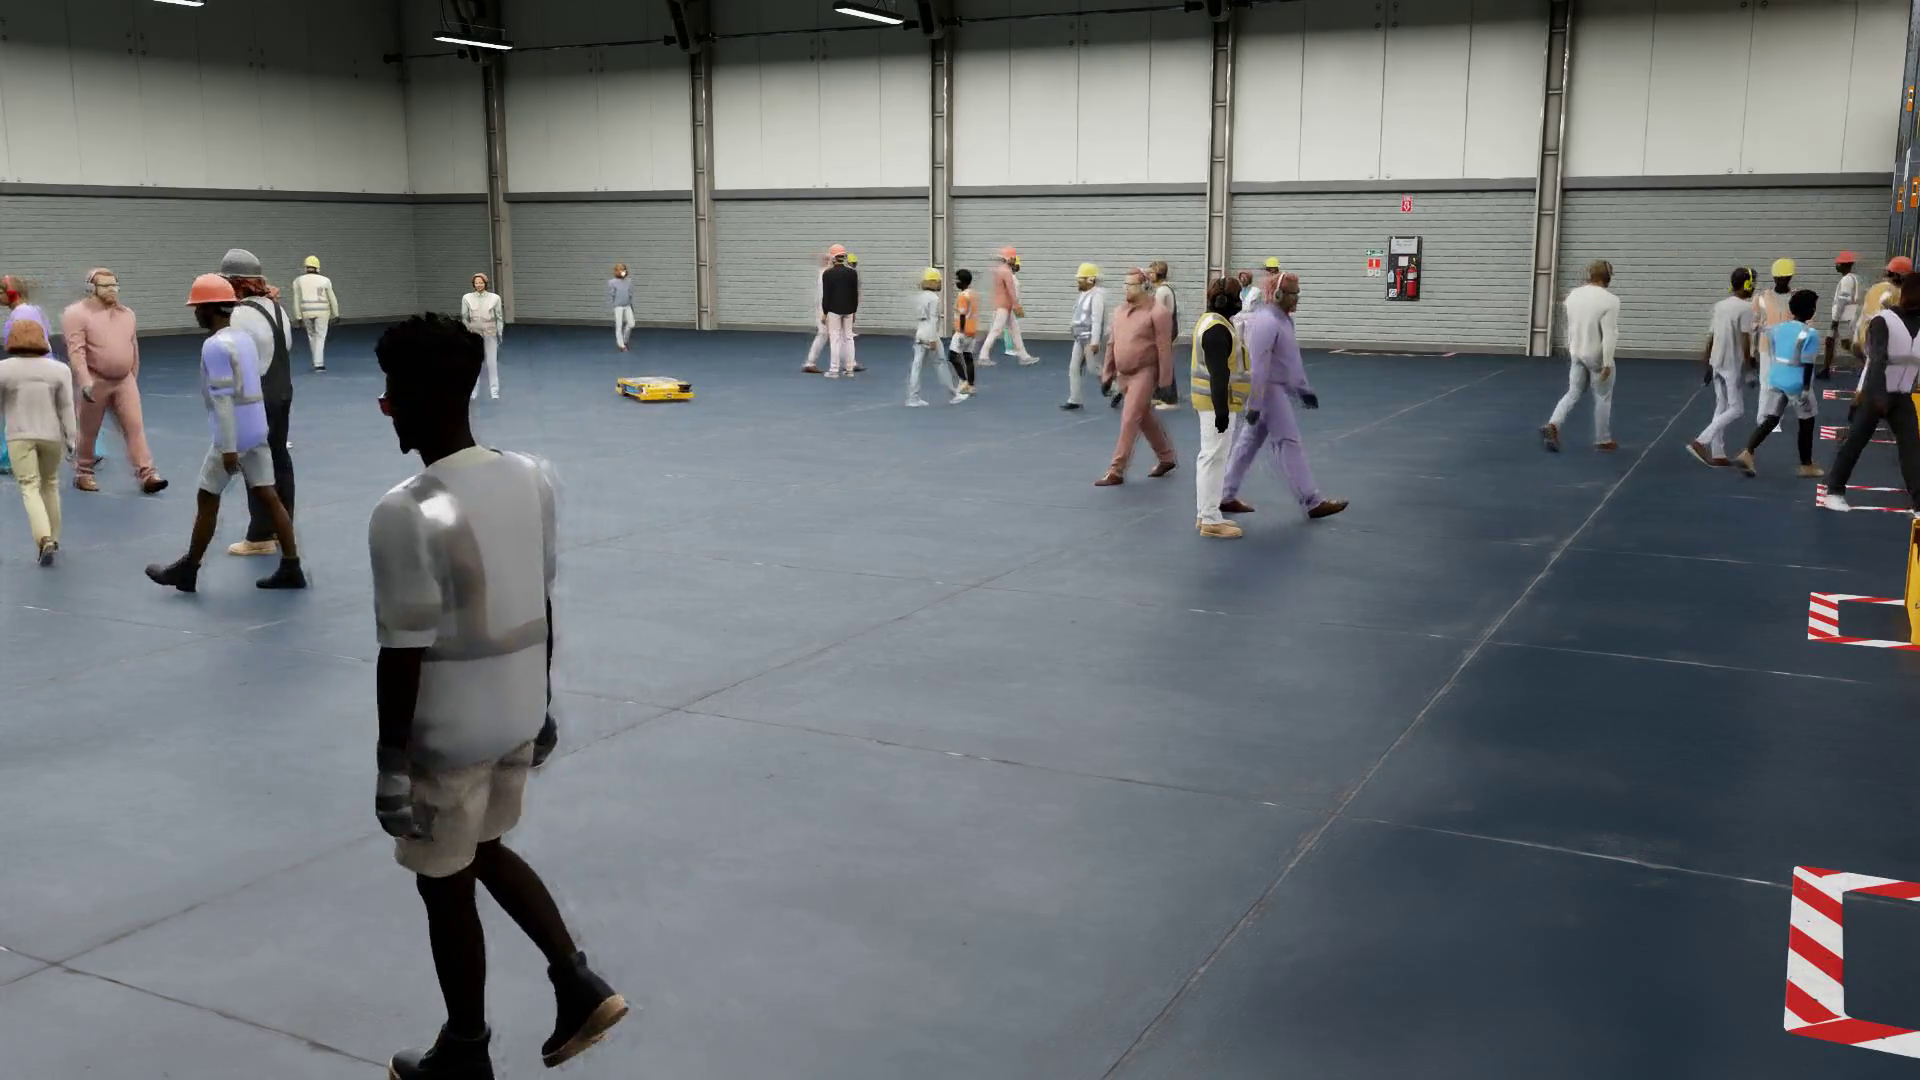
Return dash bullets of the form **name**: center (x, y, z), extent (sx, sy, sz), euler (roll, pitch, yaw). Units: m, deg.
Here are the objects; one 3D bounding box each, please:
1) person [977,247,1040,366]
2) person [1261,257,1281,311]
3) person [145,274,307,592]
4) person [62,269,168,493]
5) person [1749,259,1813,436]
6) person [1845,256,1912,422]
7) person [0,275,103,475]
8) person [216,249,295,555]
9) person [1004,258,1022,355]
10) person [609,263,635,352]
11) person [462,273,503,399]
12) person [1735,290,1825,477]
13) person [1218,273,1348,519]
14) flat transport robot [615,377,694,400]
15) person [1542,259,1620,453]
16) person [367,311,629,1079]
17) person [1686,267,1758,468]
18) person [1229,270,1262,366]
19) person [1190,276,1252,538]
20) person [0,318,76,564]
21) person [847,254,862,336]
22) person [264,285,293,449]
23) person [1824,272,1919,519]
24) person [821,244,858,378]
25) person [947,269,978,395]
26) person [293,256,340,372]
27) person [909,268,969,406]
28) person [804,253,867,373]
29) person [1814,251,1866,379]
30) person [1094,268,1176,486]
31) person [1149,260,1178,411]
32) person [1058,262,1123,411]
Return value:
- **person**: center (0.765, -3.806, 27.189), extent (1.050, 1.942, 0.603), euler (0, 10, -1)
- **person**: center (5.294, -3.927, 28.338), extent (0.515, 1.748, 0.546), euler (7, 12, 32)
- **person**: center (-4.419, -0.623, 9.926), extent (0.964, 1.887, 0.570), euler (0, 10, 2)
- **person**: center (-7.031, -1.298, 13.737), extent (1.021, 1.853, 0.657), euler (7, 12, 33)
- **person**: center (8.732, -2.044, 17.730), extent (0.609, 1.873, 0.979), euler (5, 11, 25)
- **person**: center (10.421, -2.262, 18.866), extent (0.601, 1.889, 0.558), euler (0, 10, 1)
- **person**: center (-8.251, -1.469, 14.853), extent (0.981, 1.792, 0.590), euler (-3, 11, -13)
- **person**: center (-4.788, -0.925, 11.174), extent (0.536, 2.000, 0.673), euler (1, 10, 3)
- **person**: center (0.944, -4.174, 29.644), extent (0.310, 1.769, 0.523), euler (2, 11, 10)
- **person**: center (-6.162, -4.245, 30.406), extent (0.532, 1.619, 0.352), euler (-10, 14, -42)
- **person**: center (-6.216, -2.652, 21.684), extent (0.514, 1.641, 0.315), euler (-2, 11, -10)
- **person**: center (7.242, -1.360, 14.573), extent (0.803, 1.667, 0.535), euler (-3, 11, -18)
- **person**: center (2.416, -1.084, 12.576), extent (1.029, 1.845, 0.652), euler (3, 11, 14)
- **flat transport robot**: center (-4.037, -2.008, 21.909), extent (0.652, 0.197, 1.431), euler (-5, 12, -26)
- **person**: center (6.119, -1.785, 16.237), extent (0.852, 1.912, 0.632), euler (-6, 12, -30)
- **person**: center (-1.162, 0.433, 4.001), extent (0.512, 1.954, 0.637), euler (4, 11, 19)
- **person**: center (6.935, -1.570, 15.241), extent (0.601, 1.847, 0.634), euler (-2, 11, -10)
- **person**: center (4.197, -3.167, 24.546), extent (0.516, 1.627, 0.361), euler (4, 11, 20)
- **person**: center (1.853, -0.946, 11.833), extent (0.429, 1.842, 0.637), euler (1, 10, 4)
- **person**: center (-6.067, -0.657, 10.921), extent (0.503, 1.599, 0.804), euler (-9, 14, -40)
- **person**: center (-2.298, -5.112, 34.869), extent (0.509, 1.736, 0.564), euler (9, 14, 41)
- **person**: center (-6.907, -1.729, 16.663), extent (0.308, 1.638, 0.511), euler (-4, 11, -22)
- **person**: center (7.065, -1.085, 12.591), extent (0.643, 1.852, 1.045), euler (-4, 11, -19)
- **person**: center (-1.817, -3.438, 25.013), extent (0.612, 1.993, 0.390), euler (-7, 13, -35)
- **person**: center (0.028, -2.756, 22.121), extent (0.414, 1.681, 0.561), euler (3, 11, 14)
- **person**: center (-10.081, -3.552, 26.181), extent (0.599, 1.798, 0.795), euler (1, 10, 4)
- **person**: center (-0.288, -2.534, 20.833), extent (0.849, 1.701, 0.512), euler (-6, 12, -28)
- **person**: center (-1.975, -3.505, 25.769), extent (0.965, 1.859, 0.651), euler (1, 10, 4)
- **person**: center (13.033, -3.273, 24.374), extent (0.892, 1.908, 0.553), euler (5, 12, 26)
- **person**: center (1.546, -1.422, 14.423), extent (1.016, 1.865, 0.649), euler (-7, 13, -34)
- **person**: center (2.406, -2.477, 20.234), extent (0.622, 1.820, 0.540), euler (2, 11, 11)
- **person**: center (1.616, -2.462, 20.200), extent (0.792, 1.805, 0.598), euler (-3, 11, -18)
